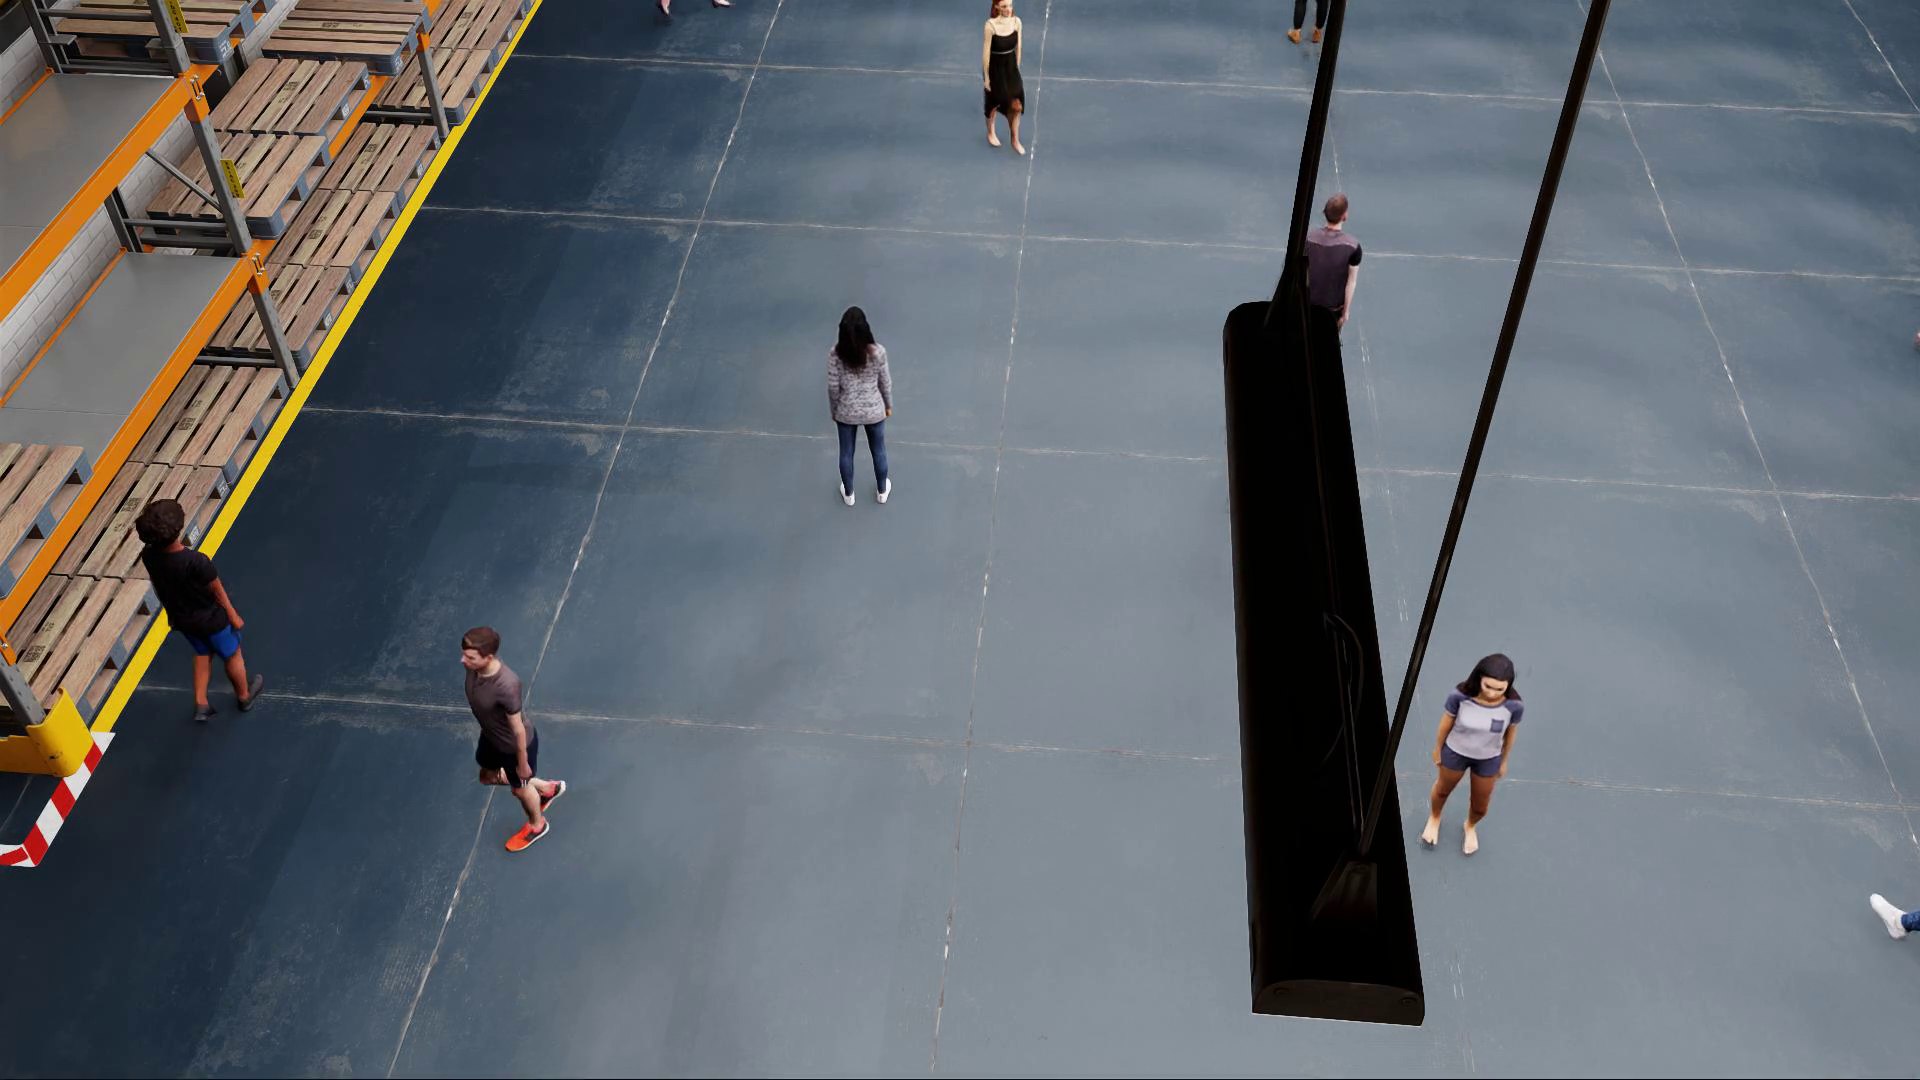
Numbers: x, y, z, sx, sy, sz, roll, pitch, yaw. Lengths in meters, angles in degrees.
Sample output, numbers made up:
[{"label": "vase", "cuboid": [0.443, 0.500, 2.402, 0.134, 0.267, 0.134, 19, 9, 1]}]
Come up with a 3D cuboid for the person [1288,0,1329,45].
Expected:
[{"label": "person", "cuboid": [3.764, -6.029, 17.419, 0.598, 1.722, 0.542, 3, 44, 3]}]

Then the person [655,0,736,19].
[{"label": "person", "cuboid": [-2.938, -6.436, 17.790, 1.034, 1.798, 1.159, -16, 46, -16]}]

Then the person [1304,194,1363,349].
[{"label": "person", "cuboid": [2.756, -1.803, 12.935, 0.959, 1.787, 1.257, 18, 46, 18]}]

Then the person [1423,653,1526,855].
[{"label": "person", "cuboid": [3.018, 1.233, 9.796, 0.631, 1.720, 0.611, 9, 44, 10]}]

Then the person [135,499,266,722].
[{"label": "person", "cuboid": [-4.823, 0.531, 10.489, 0.640, 1.782, 0.836, 6, 44, 7]}]

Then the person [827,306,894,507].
[{"label": "person", "cuboid": [-0.731, -0.963, 12.092, 0.642, 1.733, 0.571, -3, 44, -3]}]

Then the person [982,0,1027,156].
[{"label": "person", "cuboid": [0.349, -4.529, 15.928, 0.762, 1.605, 0.872, -14, 45, -14]}]

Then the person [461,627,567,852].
[{"label": "person", "cuboid": [-2.601, 1.125, 9.819, 0.903, 1.845, 0.844, -31, 52, -29]}]
